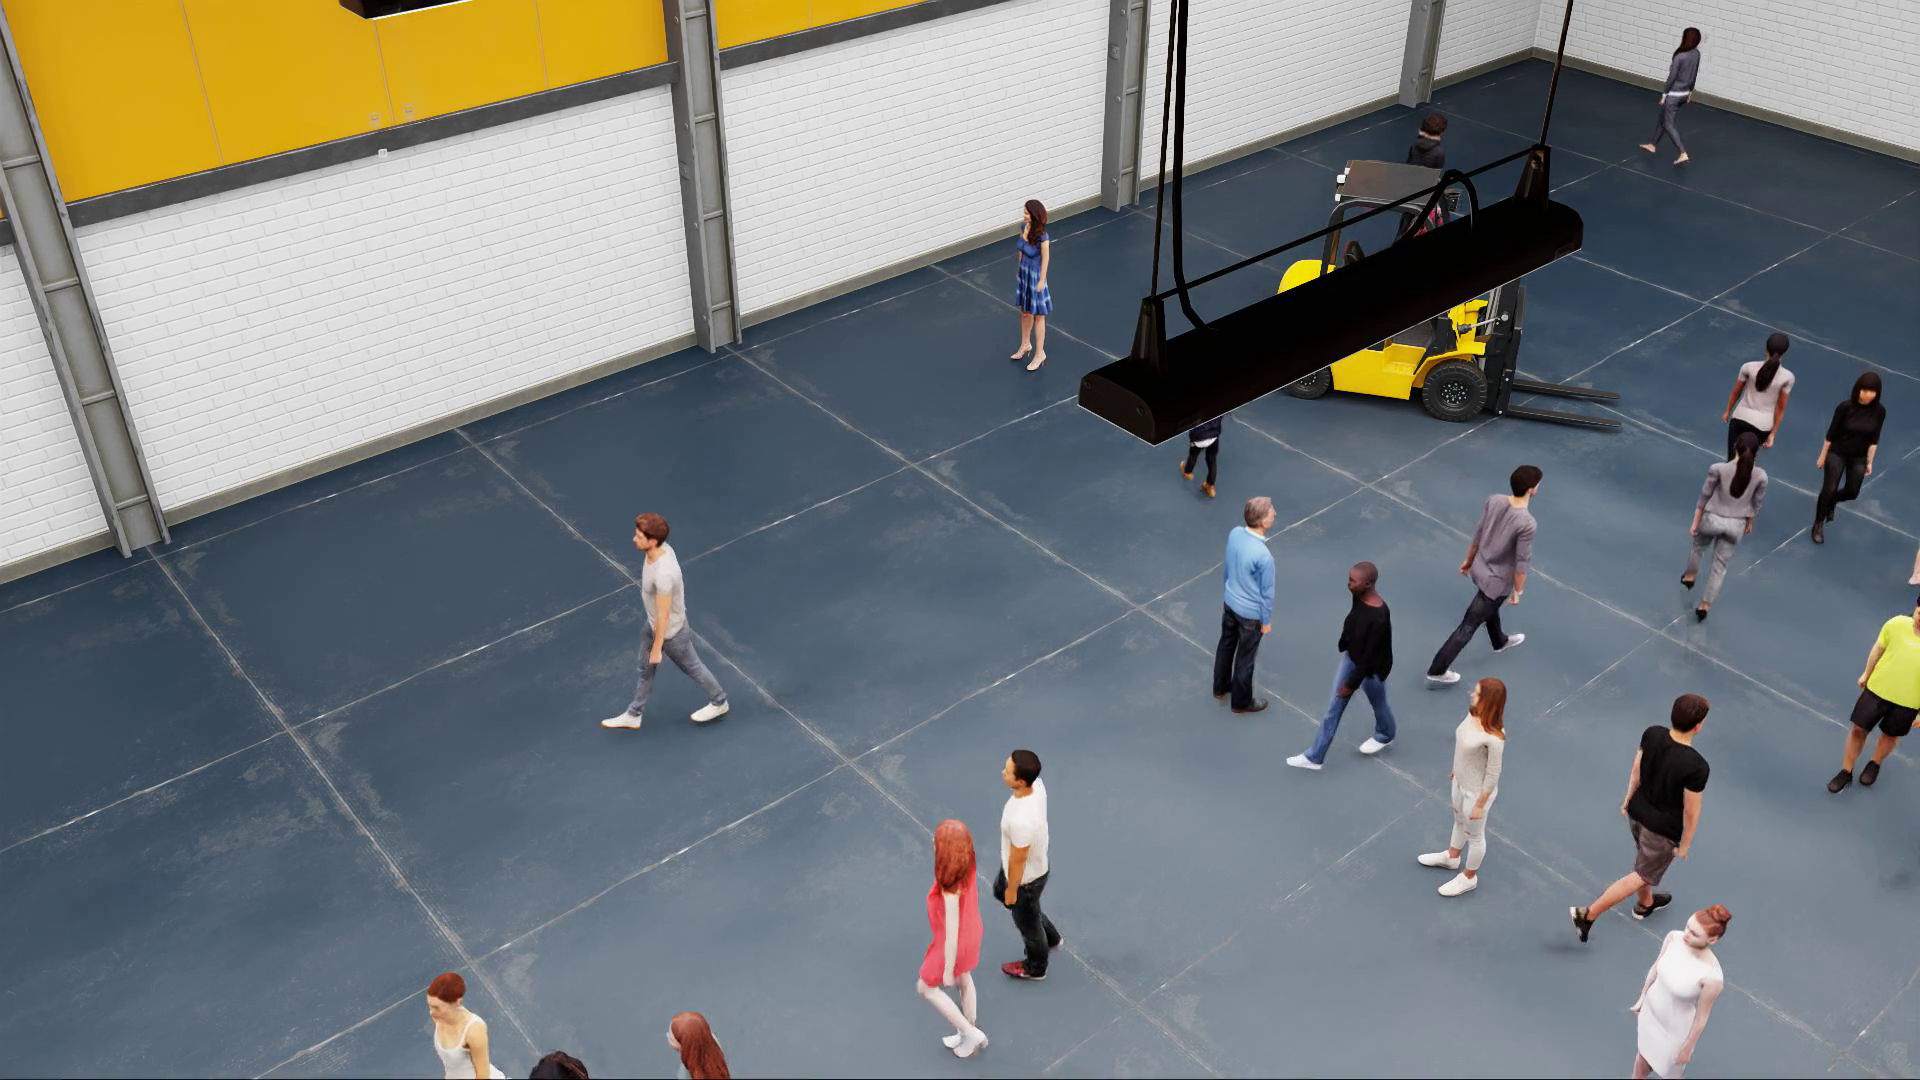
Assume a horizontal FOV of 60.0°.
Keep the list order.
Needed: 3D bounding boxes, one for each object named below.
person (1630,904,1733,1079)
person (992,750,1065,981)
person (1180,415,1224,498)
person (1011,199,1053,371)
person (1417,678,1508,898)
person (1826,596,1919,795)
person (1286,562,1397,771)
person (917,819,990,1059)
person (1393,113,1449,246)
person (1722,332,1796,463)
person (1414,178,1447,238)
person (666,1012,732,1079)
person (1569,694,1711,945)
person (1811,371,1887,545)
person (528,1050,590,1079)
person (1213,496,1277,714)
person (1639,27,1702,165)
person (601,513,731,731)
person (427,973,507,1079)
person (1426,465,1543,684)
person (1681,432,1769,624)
[{"bbox_3d":[3.882,2.632,9.057,0.630,1.790,0.641,-10,35,-14],"label":"person"},{"bbox_3d":[0.480,1.978,10.038,0.870,1.795,0.814,1,34,2],"label":"person"},{"bbox_3d":[2.233,-0.936,14.957,0.783,1.203,0.762,-7,34,-10],"label":"person"},{"bbox_3d":[0.721,-2.604,16.921,0.609,1.806,0.697,-19,38,-26],"label":"person"},{"bbox_3d":[3.323,1.569,10.727,0.719,1.712,0.686,-3,34,-5],"label":"person"},{"bbox_3d":[6.548,1.007,11.591,0.707,1.692,0.831,28,43,35],"label":"person"},{"bbox_3d":[2.933,0.902,11.751,1.218,1.690,0.820,-13,36,-19],"label":"person"},{"bbox_3d":[0.063,2.329,9.492,0.825,1.815,0.749,8,34,12],"label":"person"},{"bbox_3d":[5.249,-3.987,19.041,0.724,1.762,0.935,25,41,32],"label":"person"},{"bbox_3d":[6.888,-0.937,14.509,0.967,1.700,1.263,14,36,21],"label":"person"},{"bbox_3d":[4.961,-3.177,17.995,1.001,1.571,0.961,5,34,7],"label":"person"},{"bbox_3d":[-1.201,3.033,8.533,1.099,1.704,1.137,7,34,11],"label":"person"},{"bbox_3d":[4.252,1.754,10.339,1.227,1.834,0.901,-13,36,-18],"label":"person"},{"bbox_3d":[7.612,-0.753,14.297,0.777,1.627,0.849,7,34,11],"label":"person"},{"bbox_3d":[-1.921,3.137,8.483,0.745,1.586,0.980,24,40,31],"label":"person"},{"bbox_3d":[2.112,0.460,12.302,0.635,1.817,0.706,-16,37,-22],"label":"person"},{"bbox_3d":[9.435,-5.785,21.776,1.089,1.730,0.798,-19,38,-26],"label":"person"},{"bbox_3d":[-2.025,0.623,12.029,1.272,1.847,0.948,-12,35,-17],"label":"person"},{"bbox_3d":[-2.519,2.870,8.873,0.806,1.599,1.114,18,38,25],"label":"person"},{"bbox_3d":[3.950,0.301,12.571,1.322,1.784,0.987,-11,35,-17],"label":"person"},{"bbox_3d":[6.056,-0.055,13.229,0.892,1.647,1.011,11,35,15],"label":"person"}]
